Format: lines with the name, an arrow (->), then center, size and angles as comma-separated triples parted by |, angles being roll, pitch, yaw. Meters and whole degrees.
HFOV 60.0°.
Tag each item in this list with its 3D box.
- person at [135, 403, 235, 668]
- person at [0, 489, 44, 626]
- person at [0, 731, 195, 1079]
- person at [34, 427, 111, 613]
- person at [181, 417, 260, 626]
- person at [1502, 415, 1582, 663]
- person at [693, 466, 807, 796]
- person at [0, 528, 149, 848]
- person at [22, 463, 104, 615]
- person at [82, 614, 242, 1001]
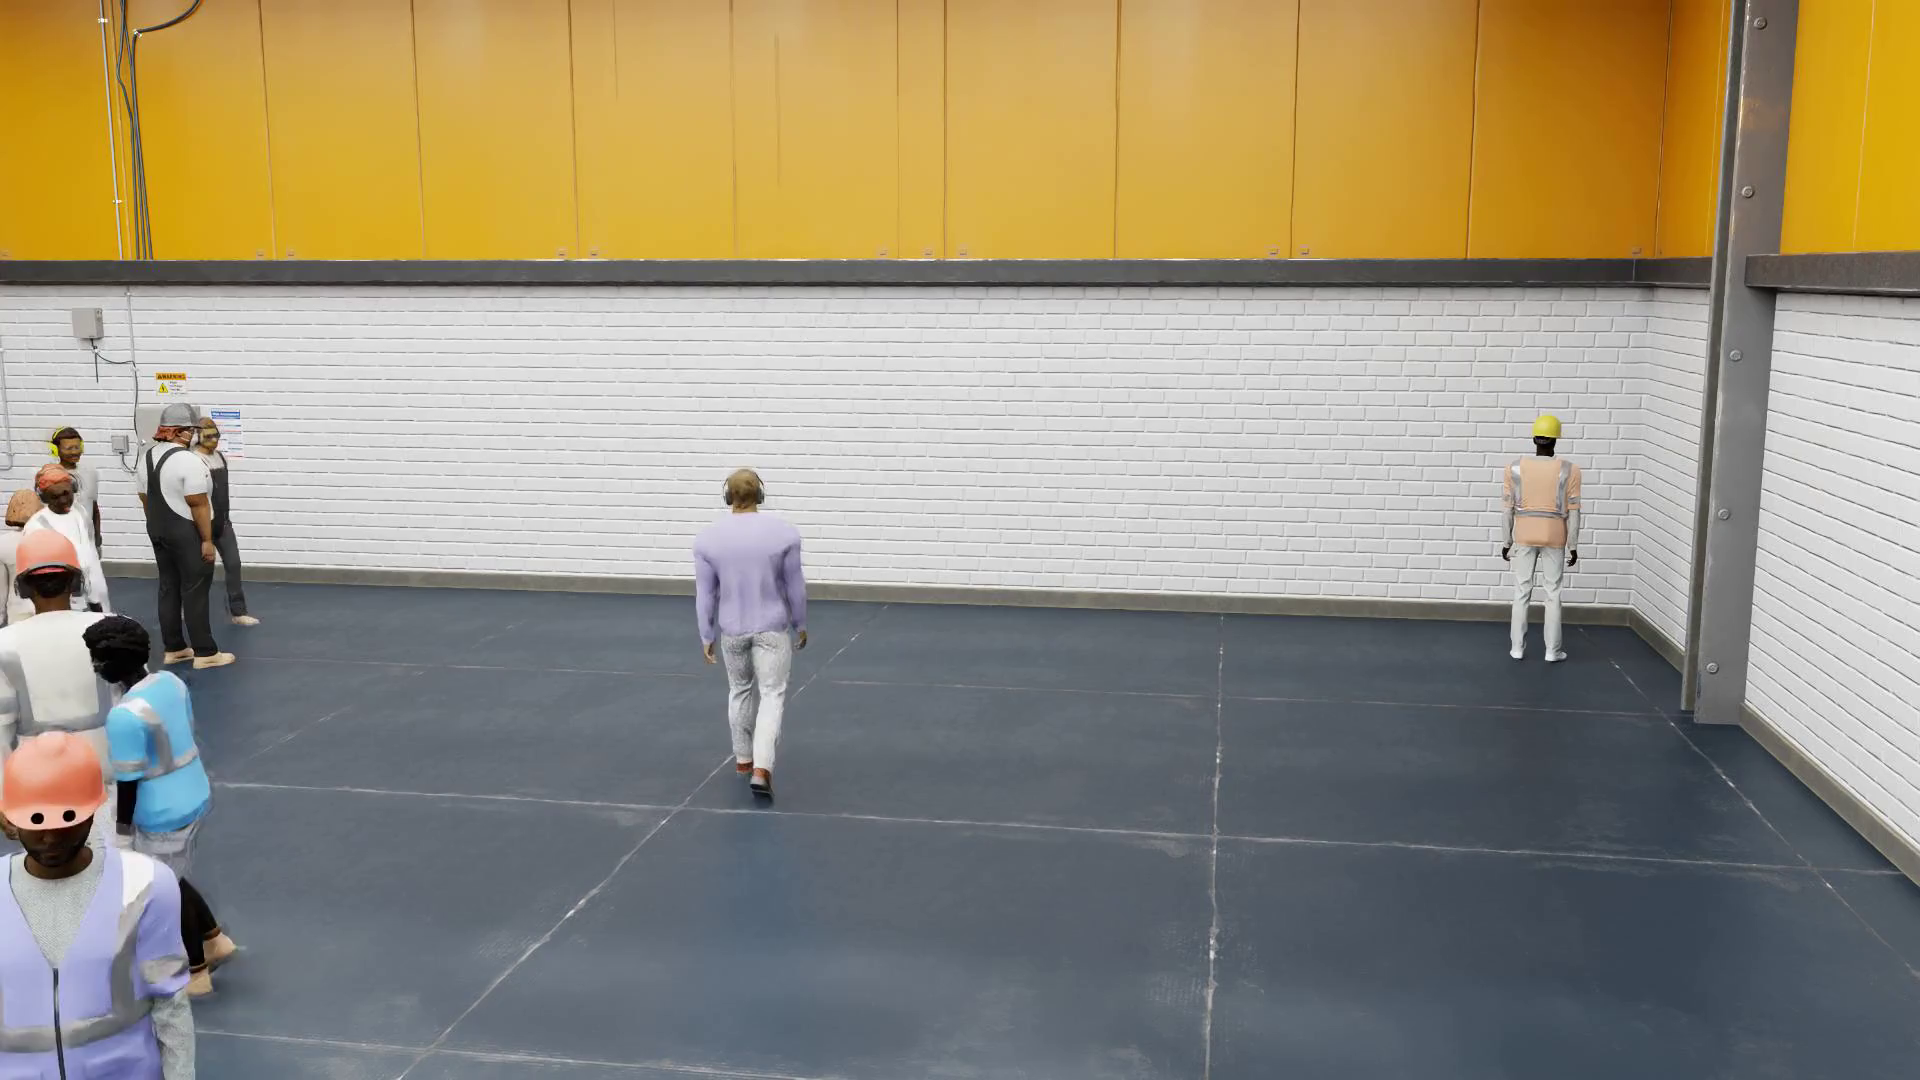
person -> -5.929, -0.046, 12.777 | 0.676, 2.000, 0.536 | 6, 11, 31
person -> -5.979, 0.483, 10.765 | 0.499, 1.634, 0.279 | -5, 11, -30
person -> -2.217, 1.407, 4.176 | 0.561, 1.922, 0.414 | -4, 10, -22
person -> -6.760, 0.062, 12.742 | 0.809, 1.840, 0.511 | 8, 12, 41
person -> -6.480, -0.157, 14.206 | 0.913, 1.814, 0.505 | 4, 10, 21
person -> 4.495, -0.007, 12.886 | 0.585, 1.928, 0.368 | 5, 10, 27
person -> -1.219, 0.522, 9.687 | 0.635, 1.914, 0.843 | 1, 9, 5
person -> -3.665, 0.940, 6.882 | 0.622, 1.994, 1.021 | -4, 10, -25
person -> -5.569, 0.427, 10.410 | 0.471, 1.860, 0.615 | -1, 9, -8
person -> -3.283, 1.112, 6.784 | 0.404, 1.662, 0.578 | -1, 9, -6
